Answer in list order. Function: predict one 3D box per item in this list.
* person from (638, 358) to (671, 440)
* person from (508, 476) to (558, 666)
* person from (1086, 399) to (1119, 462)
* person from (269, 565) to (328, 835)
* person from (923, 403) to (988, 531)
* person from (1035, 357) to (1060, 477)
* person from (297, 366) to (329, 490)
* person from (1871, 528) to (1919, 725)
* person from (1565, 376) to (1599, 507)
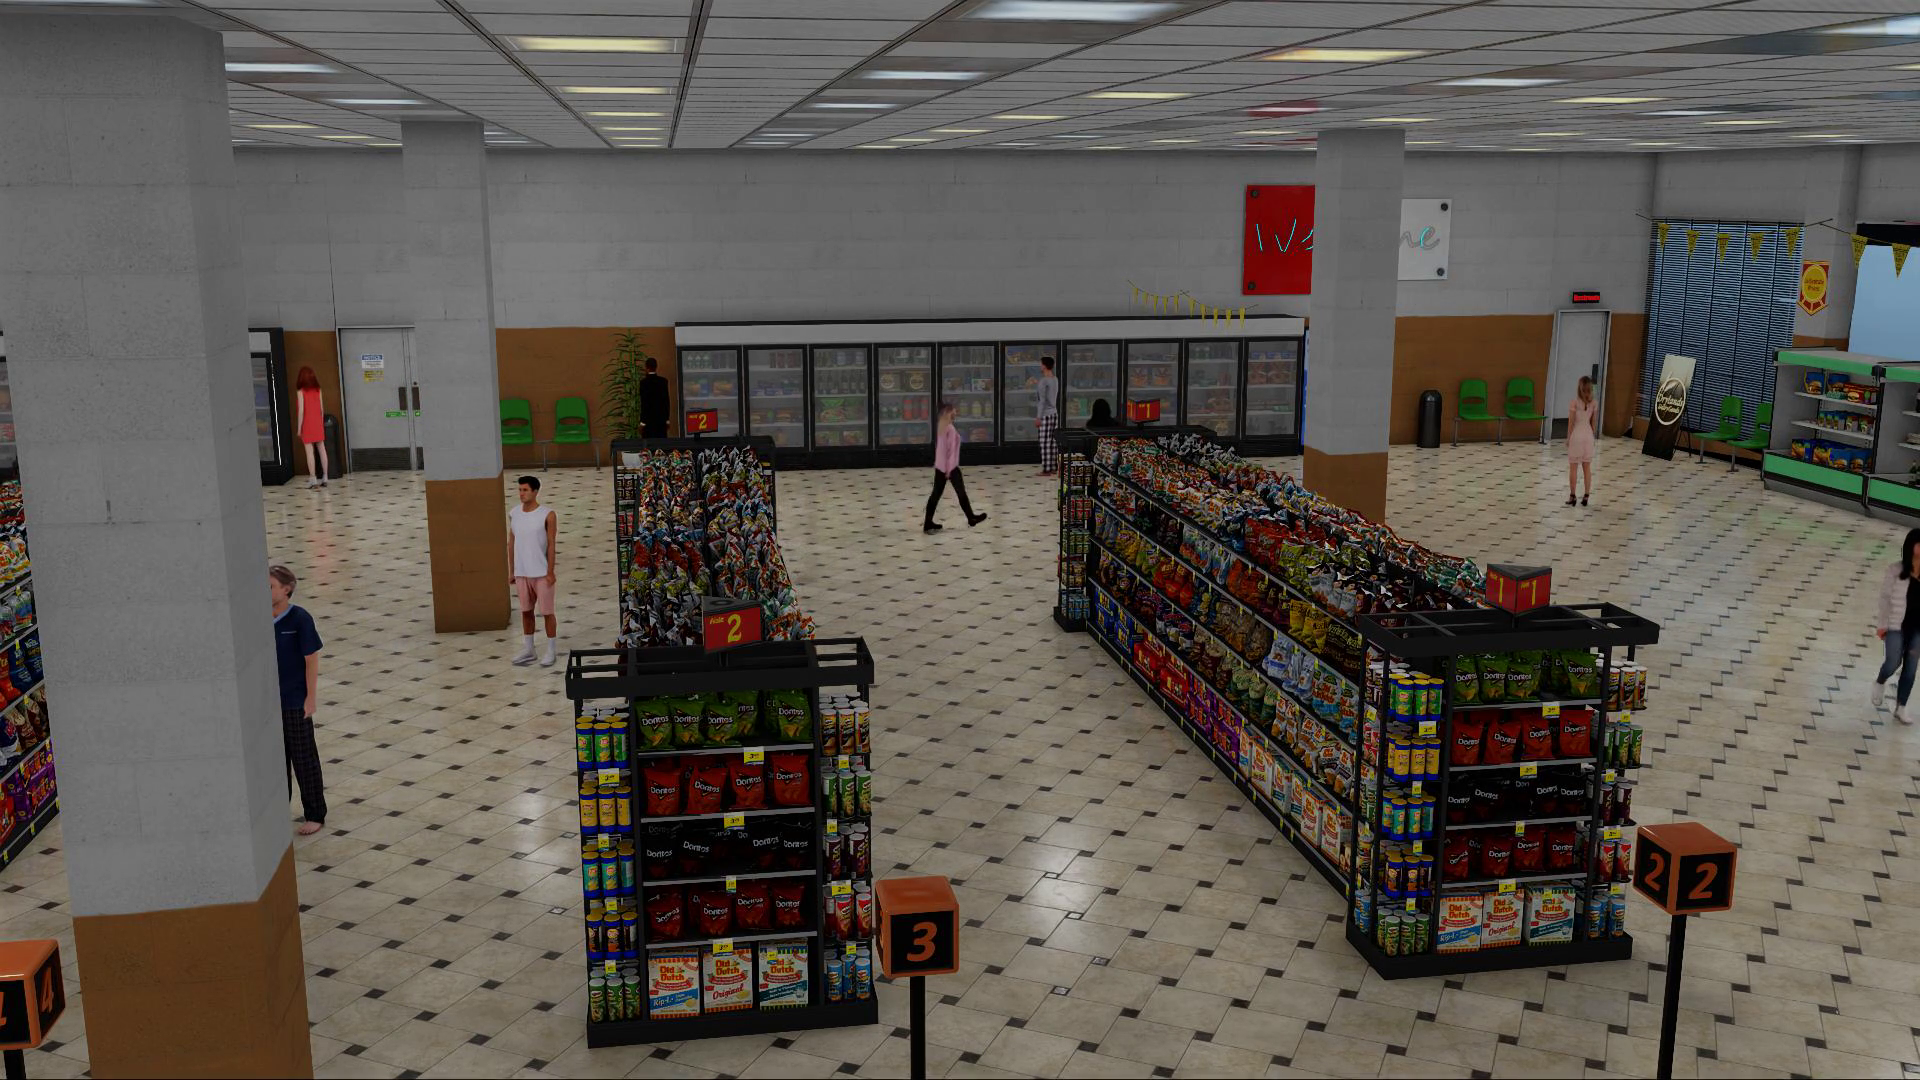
[{"bbox_3d":[-4.613,-1.793,25.059,0.829,1.904,0.801,11,16,41],"label":"person"},{"bbox_3d":[-3.963,0.277,15.510,0.732,1.788,0.728,4,12,17],"label":"person"},{"bbox_3d":[1.941,-1.074,22.424,0.760,1.582,1.140,-4,13,-20],"label":"person"},{"bbox_3d":[-4.647,1.089,11.451,0.728,1.872,0.678,2,12,10],"label":"person"},{"bbox_3d":[-0.253,-0.910,21.502,0.895,1.640,1.093,-6,13,-28],"label":"person"},{"bbox_3d":[1.366,-1.925,25.817,0.749,1.850,0.682,8,14,32],"label":"person"},{"bbox_3d":[-9.622,-1.680,24.704,0.729,1.828,0.654,7,14,30],"label":"person"},{"bbox_3d":[7.886,0.691,13.919,0.737,1.633,0.843,1,12,6],"label":"person"},{"bbox_3d":[8.711,-1.388,23.317,0.585,1.829,0.532,-1,12,-2],"label":"person"}]
